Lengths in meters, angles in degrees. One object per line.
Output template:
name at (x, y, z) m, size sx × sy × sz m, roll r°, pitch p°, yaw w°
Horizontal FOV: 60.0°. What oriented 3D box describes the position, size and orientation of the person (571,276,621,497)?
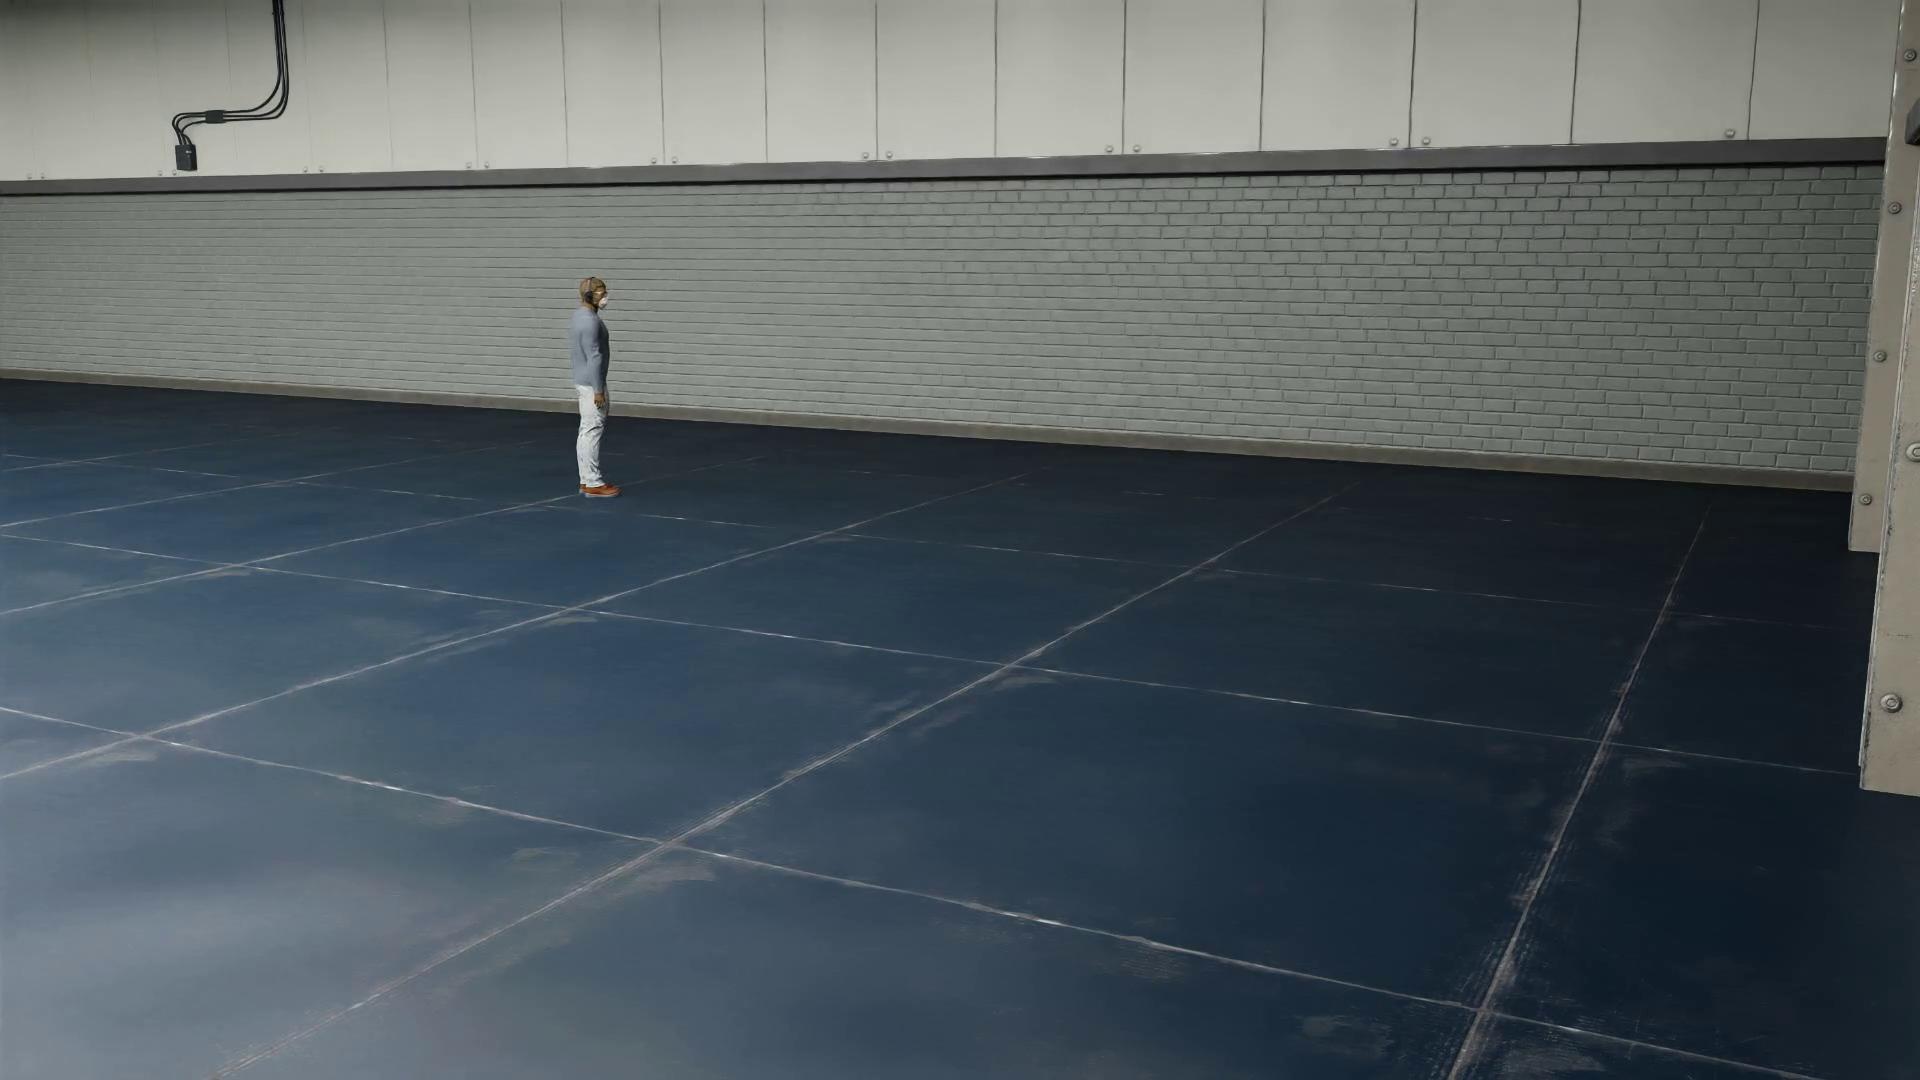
person at (-3.231, -1.345, 14.661) m, size 0.356 × 1.936 × 0.638 m, roll -4°, pitch 11°, yaw -20°
